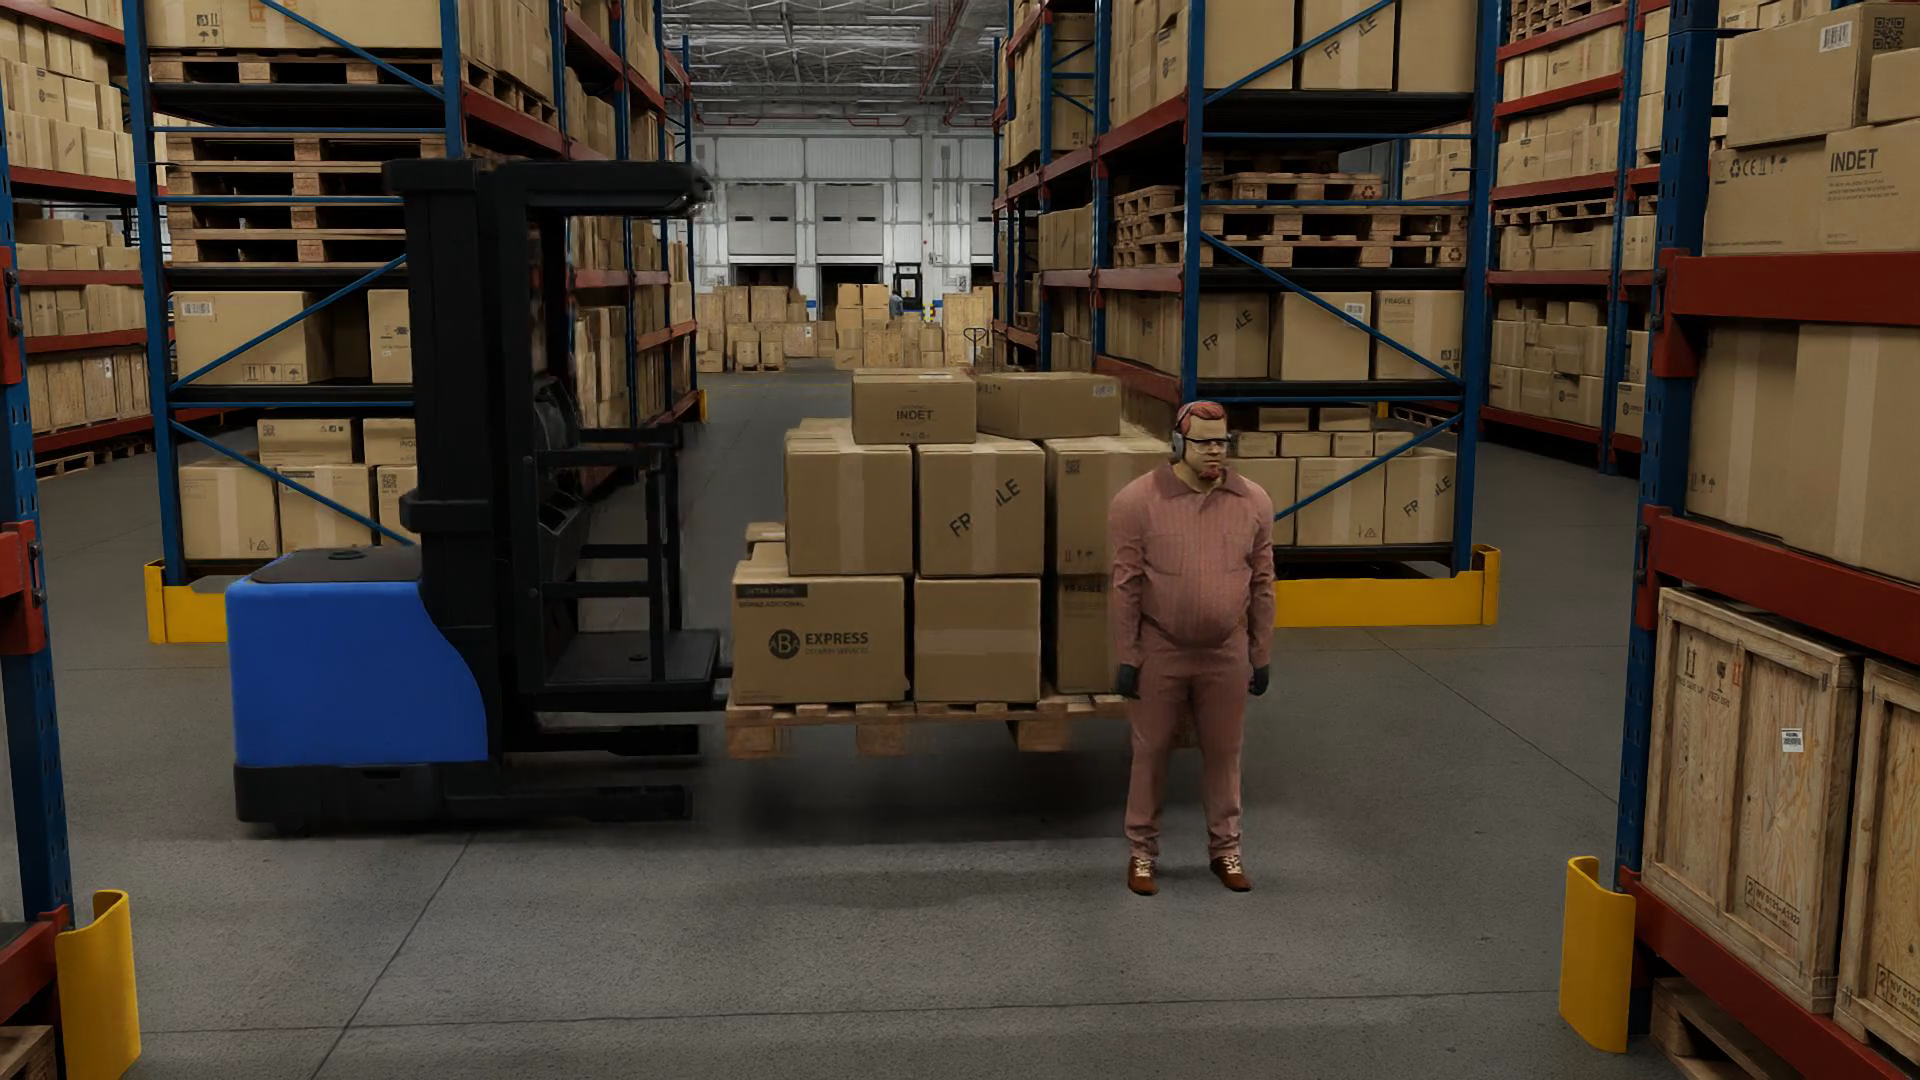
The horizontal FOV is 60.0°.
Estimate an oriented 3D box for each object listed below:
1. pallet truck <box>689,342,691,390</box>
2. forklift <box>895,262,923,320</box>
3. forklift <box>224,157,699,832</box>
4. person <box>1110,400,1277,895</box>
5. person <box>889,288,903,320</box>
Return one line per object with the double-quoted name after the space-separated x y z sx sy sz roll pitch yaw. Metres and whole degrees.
-5.225 -3.008 27.480 1.885 1.965 0.823 2 9 14 "pallet truck"
-1.918 -8.863 61.485 1.129 2.768 1.873 -1 9 -4 "forklift"
-2.162 -0.237 7.318 1.873 2.768 1.129 -1 9 -5 "forklift"
0.894 0.417 6.311 0.643 1.898 0.399 -1 9 -5 "person"
-2.273 -7.793 57.755 0.639 1.928 0.374 3 10 18 "person"
